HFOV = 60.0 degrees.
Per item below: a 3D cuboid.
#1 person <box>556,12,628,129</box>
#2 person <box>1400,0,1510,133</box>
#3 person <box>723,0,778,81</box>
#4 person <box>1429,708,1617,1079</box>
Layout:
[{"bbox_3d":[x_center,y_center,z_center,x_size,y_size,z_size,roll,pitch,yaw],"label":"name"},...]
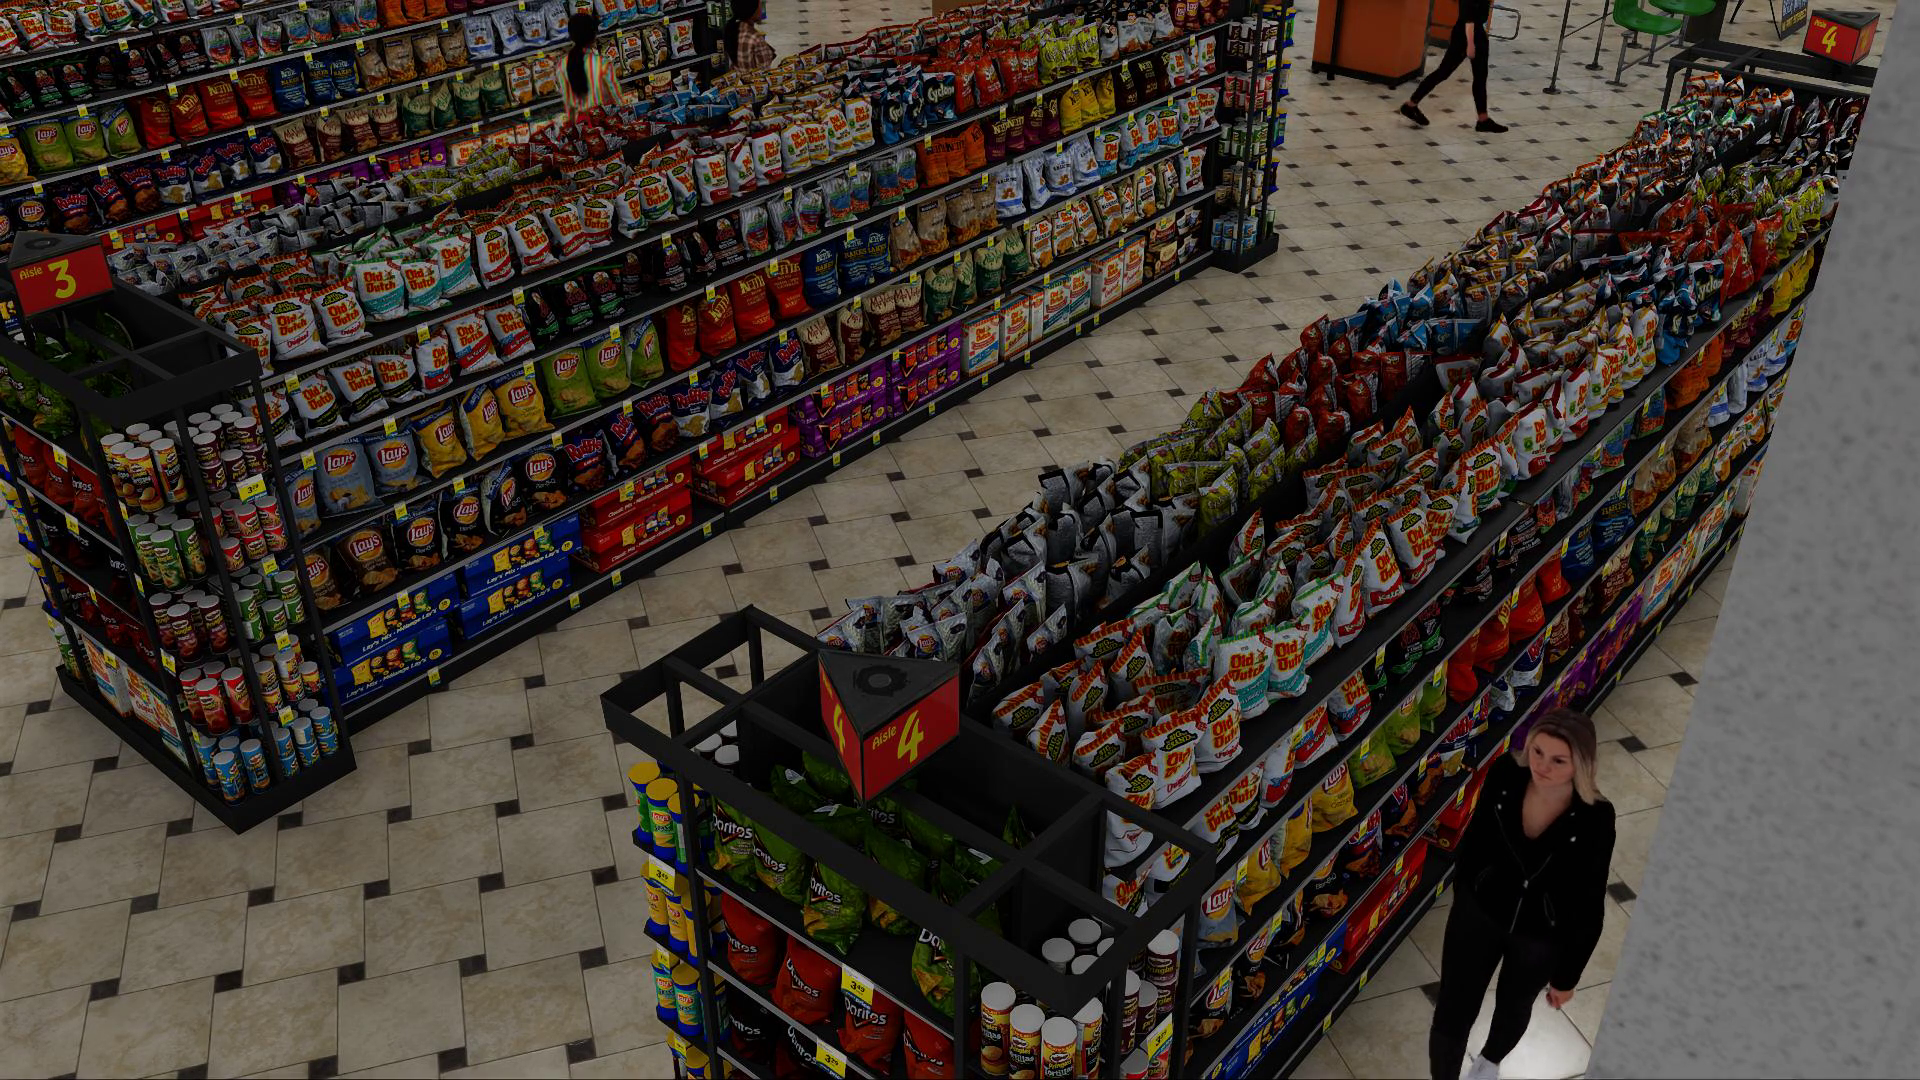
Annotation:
[{"bbox_3d":[-2.494,-2.624,11.319,0.892,1.734,1.218,10,33,15],"label":"person"},{"bbox_3d":[4.181,-4.270,14.021,0.852,1.673,1.151,16,35,24],"label":"person"},{"bbox_3d":[-1.479,-3.047,11.940,0.583,1.795,0.607,-26,40,-35],"label":"person"},{"bbox_3d":[1.802,1.172,5.278,0.656,1.671,0.781,22,38,31],"label":"person"}]
